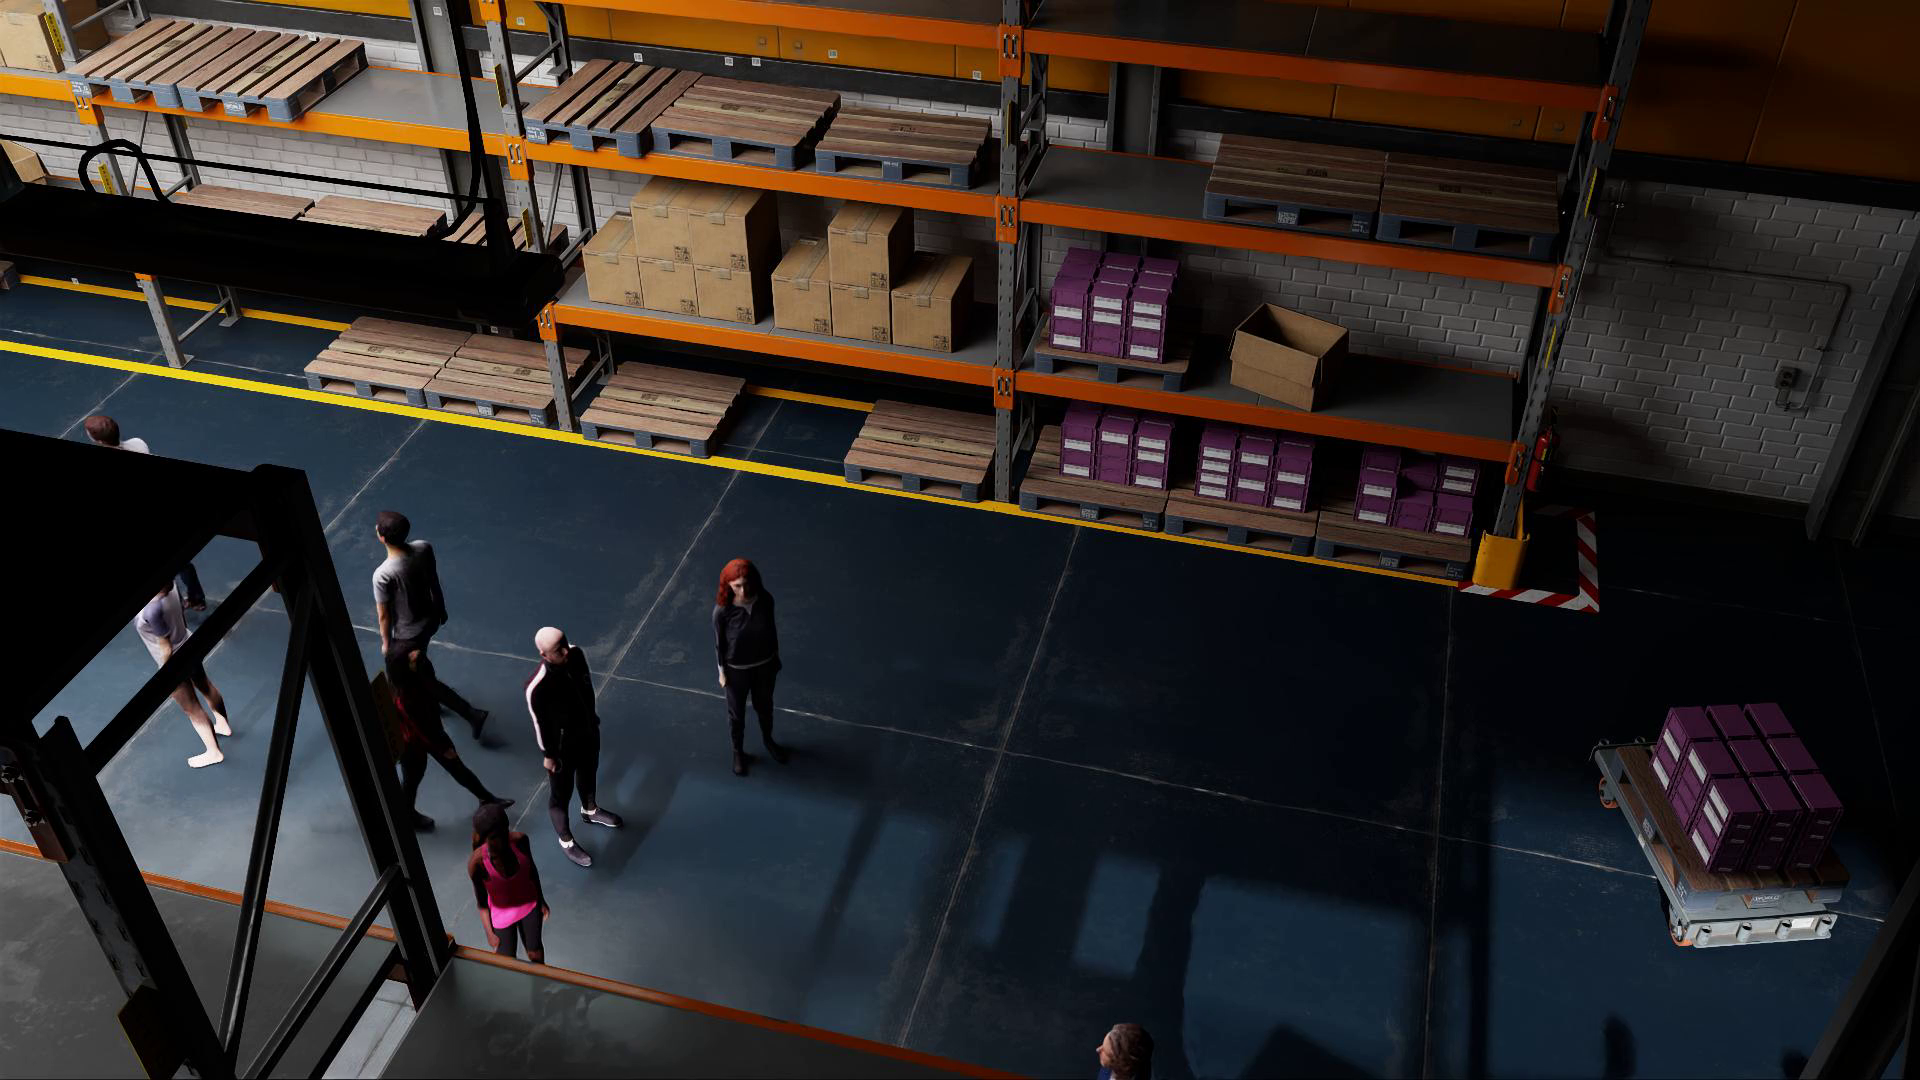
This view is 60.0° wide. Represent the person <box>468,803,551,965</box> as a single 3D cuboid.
[{"bbox_3d":[-2.575,2.127,9.557,0.655,1.722,0.691,-30,47,-32],"label":"person"}]

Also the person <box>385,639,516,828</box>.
[{"bbox_3d":[-3.563,1.304,10.667,1.062,1.623,0.768,-1,39,-1],"label":"person"}]

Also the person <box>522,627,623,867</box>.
[{"bbox_3d":[-2.494,1.253,10.560,0.627,1.837,0.709,16,41,19],"label":"person"}]

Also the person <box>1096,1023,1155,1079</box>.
[{"bbox_3d":[0.872,3.037,8.333,1.179,1.829,0.709,7,39,9],"label":"person"}]

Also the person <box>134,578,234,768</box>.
[{"bbox_3d":[-5.264,0.781,11.206,0.663,1.768,0.648,-2,39,-3],"label":"person"}]

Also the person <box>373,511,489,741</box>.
[{"bbox_3d":[-3.657,0.625,11.343,1.091,1.841,0.748,14,41,17],"label":"person"}]

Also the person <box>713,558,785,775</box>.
[{"bbox_3d":[-1.411,0.828,11.139,0.623,1.779,0.708,-16,41,-19],"label":"person"}]

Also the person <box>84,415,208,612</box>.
[{"bbox_3d":[-5.967,-0.127,12.285,0.620,1.840,0.706,10,40,13],"label":"person"}]
